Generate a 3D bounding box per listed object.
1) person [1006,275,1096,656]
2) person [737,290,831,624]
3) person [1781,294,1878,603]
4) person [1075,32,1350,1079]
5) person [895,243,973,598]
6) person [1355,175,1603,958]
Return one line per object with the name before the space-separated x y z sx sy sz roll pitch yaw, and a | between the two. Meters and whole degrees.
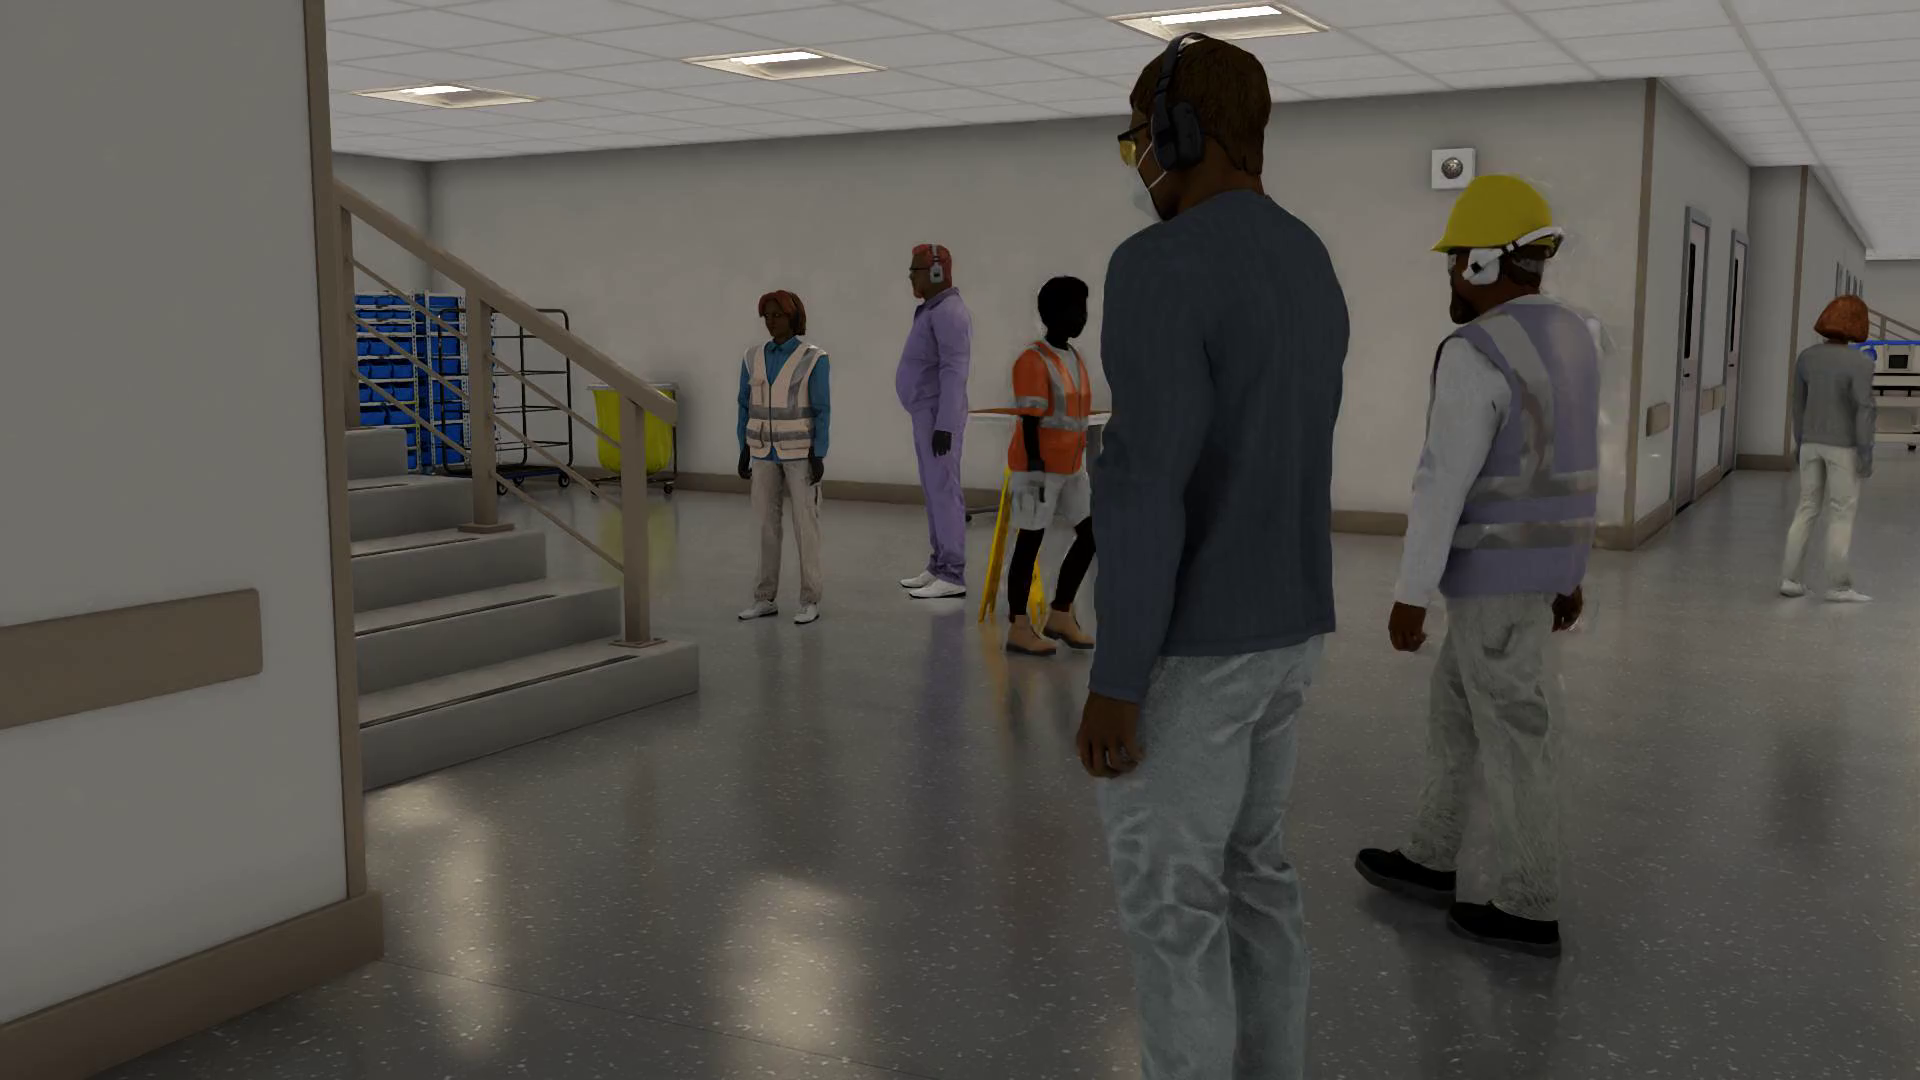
person | 0.430 -0.318 7.332 0.489 1.677 0.555 5 9 35
person | -0.871 -0.408 8.227 0.514 1.641 0.307 3 8 24
person | 4.617 -0.474 8.810 0.322 1.641 0.507 -2 8 -18
person | 0.397 0.175 2.654 0.386 1.927 0.641 5 9 34
person | -0.146 -0.641 9.007 0.407 1.904 0.655 -1 7 -8
person | 1.171 0.054 3.995 0.732 1.809 0.621 7 10 41
